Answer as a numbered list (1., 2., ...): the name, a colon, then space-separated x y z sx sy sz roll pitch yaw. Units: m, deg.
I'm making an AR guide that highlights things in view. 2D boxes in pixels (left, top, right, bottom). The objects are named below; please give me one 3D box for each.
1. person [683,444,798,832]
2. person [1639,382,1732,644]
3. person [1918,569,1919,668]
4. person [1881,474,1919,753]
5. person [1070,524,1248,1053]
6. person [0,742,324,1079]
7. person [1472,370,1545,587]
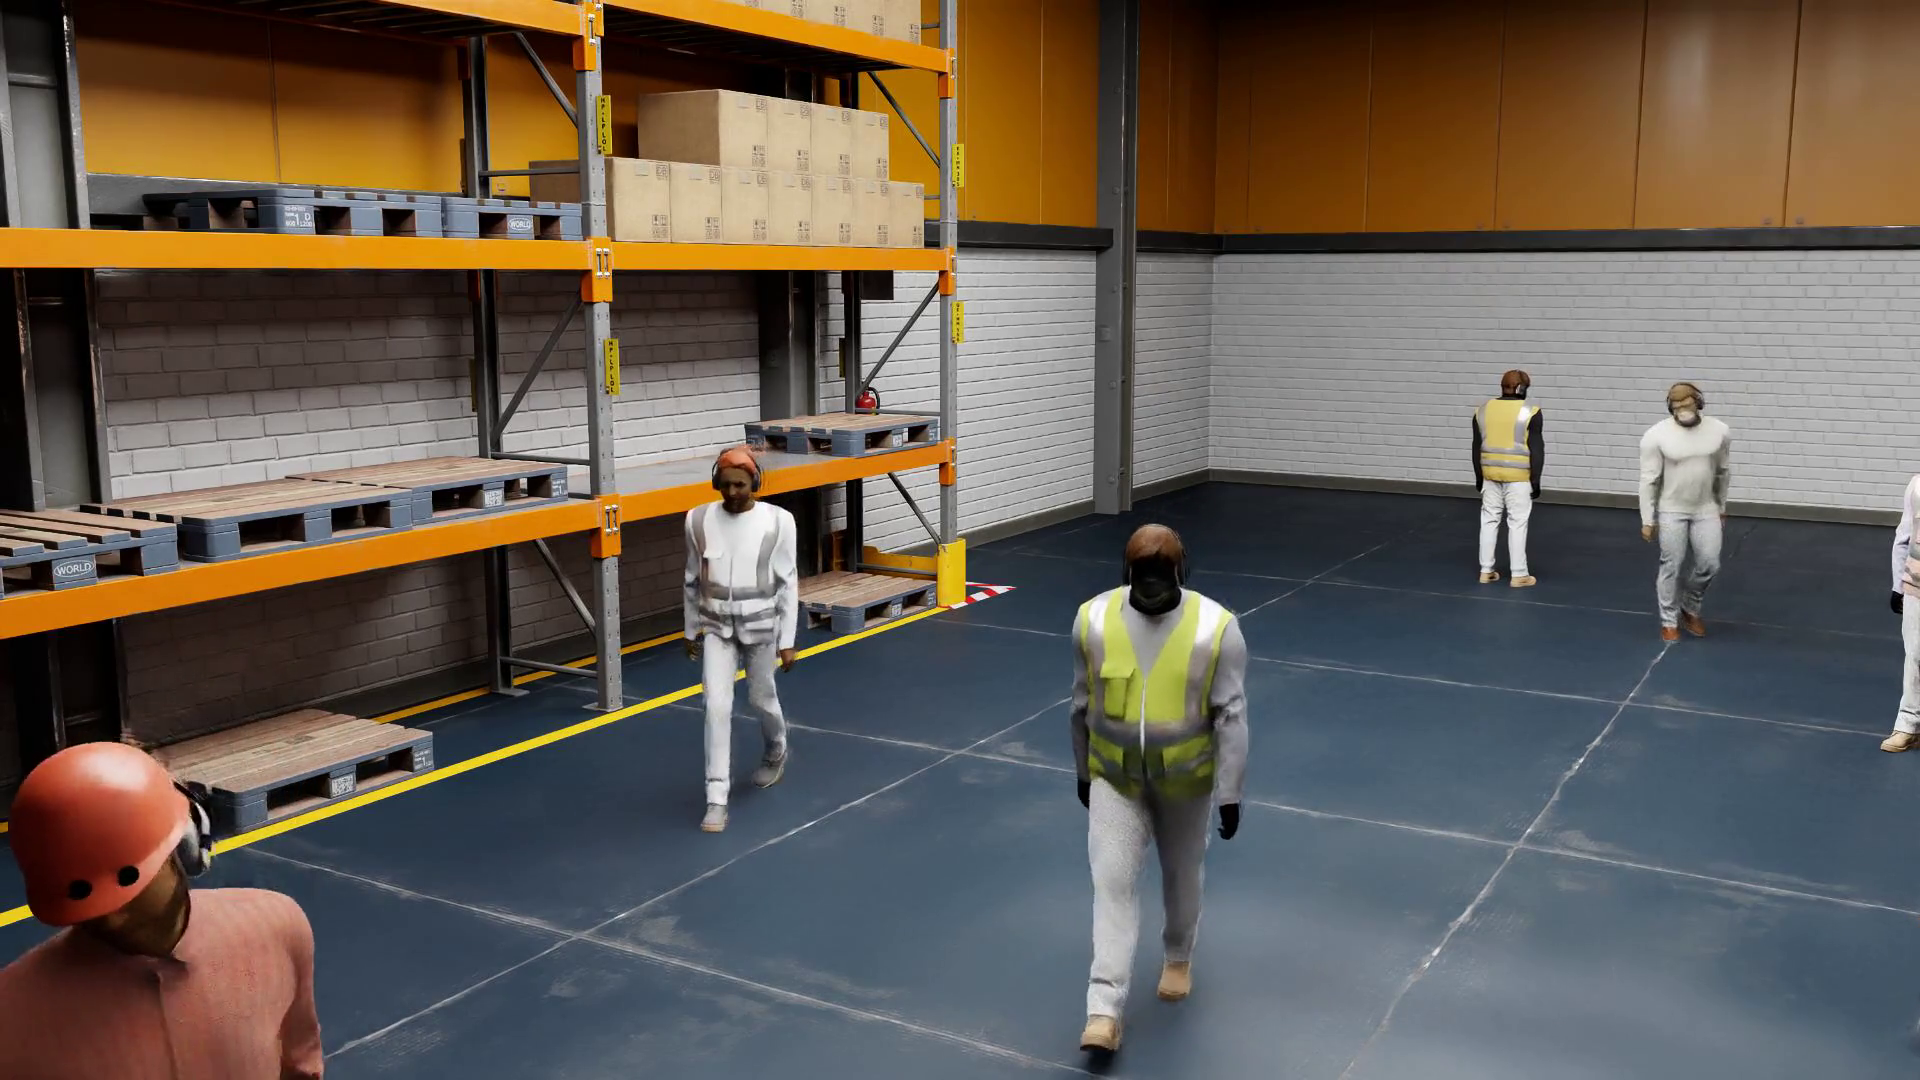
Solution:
1. person: -1.065 0.424 8.202 0.599 1.852 0.924 1 9 8
2. person: 5.136 -0.186 11.849 0.671 1.895 0.586 0 9 2
3. person: 4.751 0.473 7.685 0.613 1.904 0.563 5 10 28
4. person: 5.381 0.288 9.037 0.429 1.847 0.627 -8 12 -41
5. person: 0.671 0.835 5.781 0.644 1.786 0.968 3 9 15
6. person: -1.300 1.242 2.748 0.526 1.947 0.644 7 12 39
7. person: 4.662 -0.523 14.136 0.430 1.835 0.624 -9 13 -43
